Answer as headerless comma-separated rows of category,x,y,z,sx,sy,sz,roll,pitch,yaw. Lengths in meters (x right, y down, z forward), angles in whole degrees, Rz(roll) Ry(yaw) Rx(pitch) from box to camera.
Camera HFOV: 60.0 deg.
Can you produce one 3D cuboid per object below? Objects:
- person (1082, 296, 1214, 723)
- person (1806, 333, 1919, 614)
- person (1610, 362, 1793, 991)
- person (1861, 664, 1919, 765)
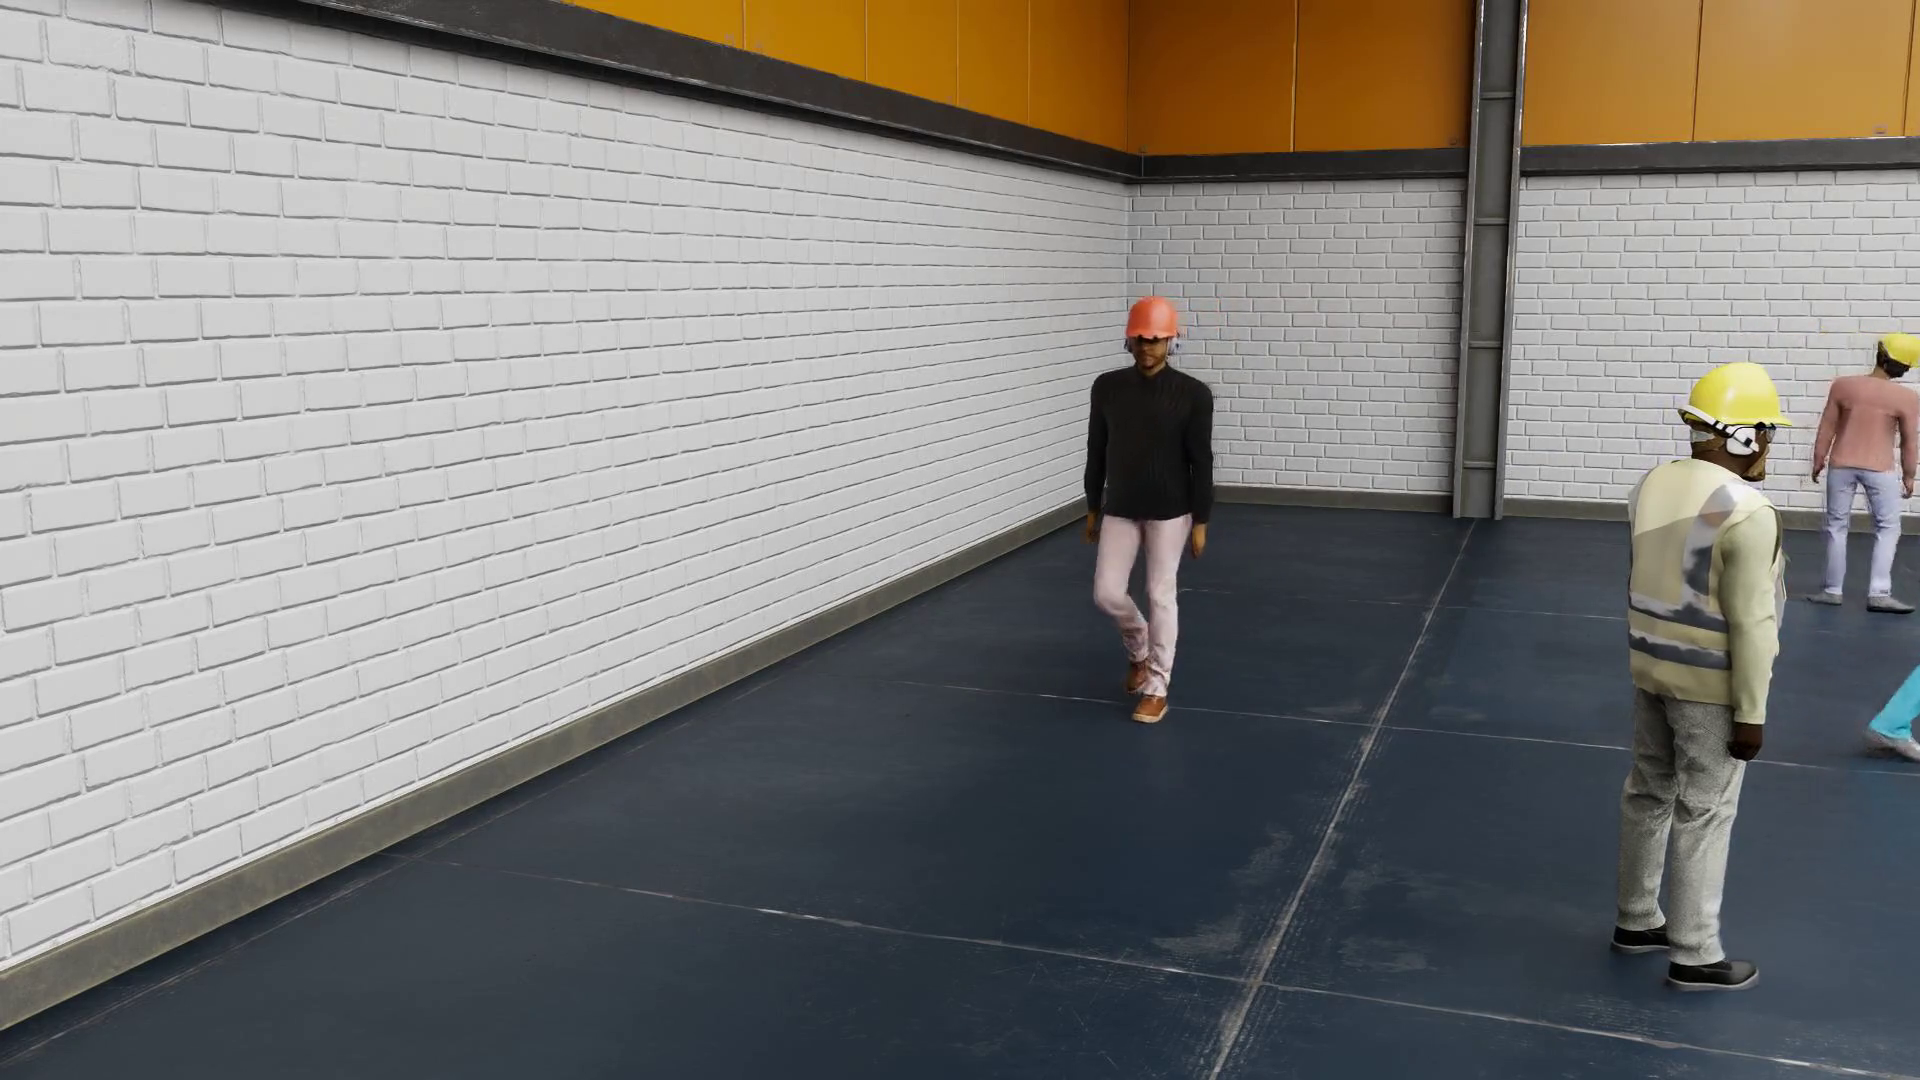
person,0.884,-0.144,7.757,0.638,1.974,0.507,5,10,27
person,5.581,-0.406,10.225,0.666,1.719,0.370,7,11,38
person,2.166,0.397,4.851,0.403,1.827,0.589,-2,9,-11
person,4.317,0.095,6.863,0.991,1.805,0.584,4,10,26
